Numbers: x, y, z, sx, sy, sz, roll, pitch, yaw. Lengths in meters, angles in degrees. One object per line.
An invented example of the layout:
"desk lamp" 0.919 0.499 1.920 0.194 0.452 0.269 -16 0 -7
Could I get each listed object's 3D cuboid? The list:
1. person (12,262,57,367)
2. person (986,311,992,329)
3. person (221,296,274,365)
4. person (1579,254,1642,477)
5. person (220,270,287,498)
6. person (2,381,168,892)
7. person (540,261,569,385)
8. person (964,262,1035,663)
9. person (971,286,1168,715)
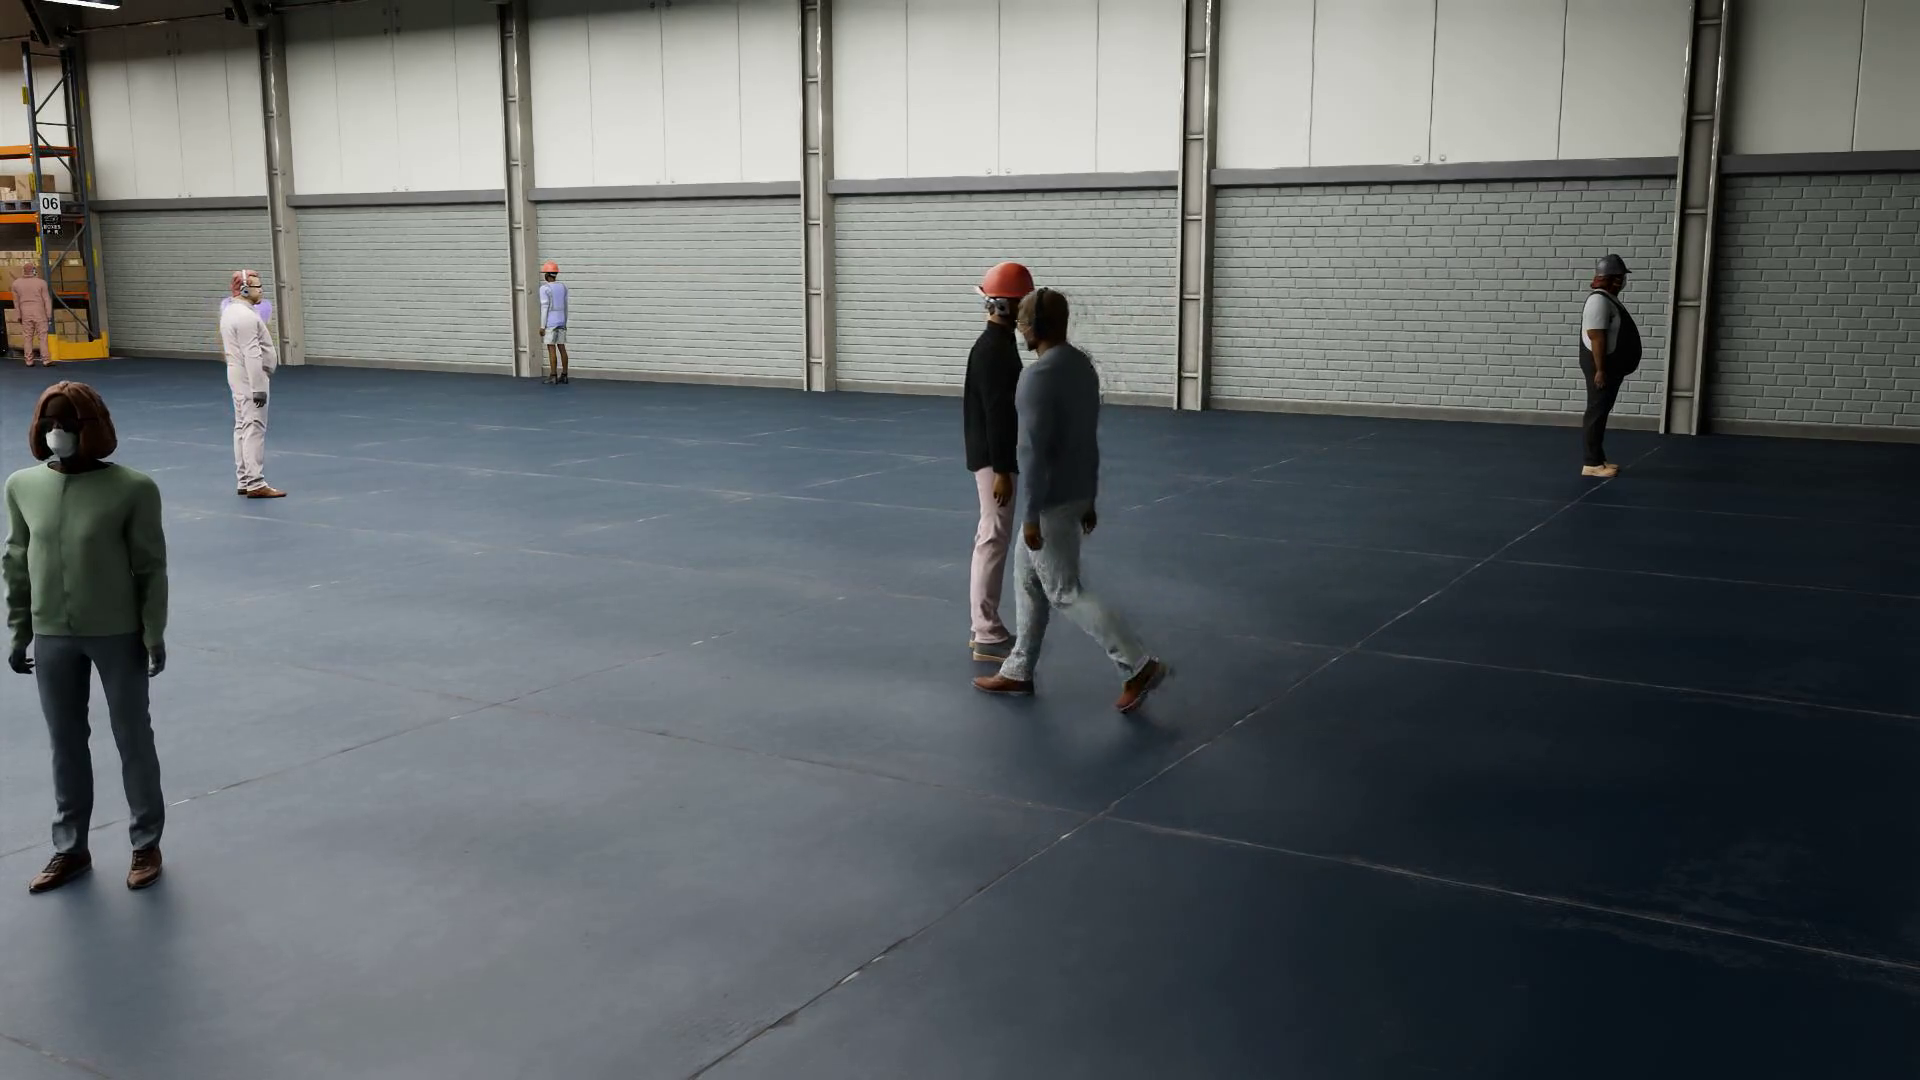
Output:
"person" -16.890 -4.104 30.362 0.647 1.908 0.409 -1 10 -5
"person" 0.379 -1.821 17.119 0.321 1.866 0.532 4 10 21
"person" -8.469 -2.266 19.805 0.583 1.832 0.575 -6 11 -29
"person" 6.007 -1.612 15.375 0.539 2.000 0.689 5 11 25
"person" -5.940 -1.305 13.975 0.408 1.906 0.654 -7 12 -35
"person" -2.781 0.310 5.308 0.499 1.636 0.279 -1 10 -3
"person" -6.421 -3.416 26.239 0.357 1.938 0.543 6 11 32
"person" 0.217 -0.390 8.357 0.396 1.992 0.622 0 10 0
"person" 0.493 -0.171 7.381 0.931 1.904 0.630 4 11 24
